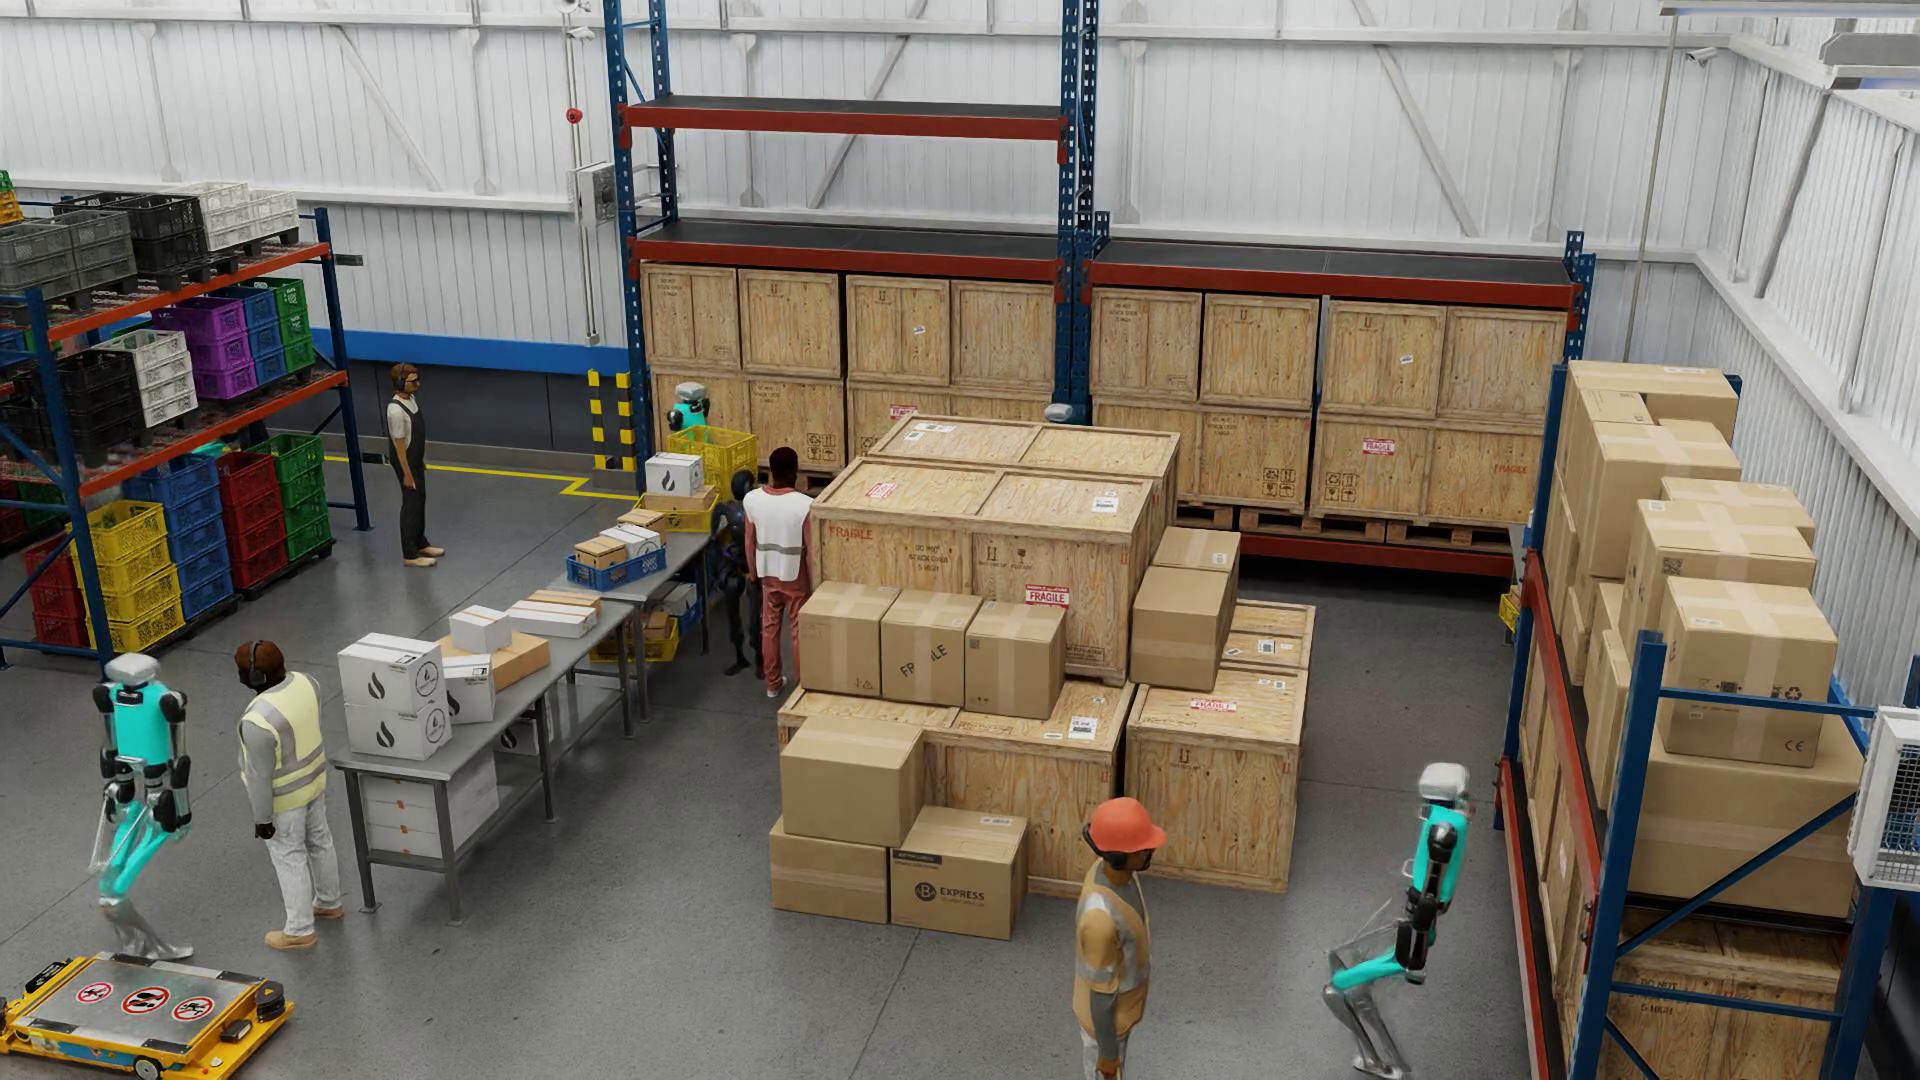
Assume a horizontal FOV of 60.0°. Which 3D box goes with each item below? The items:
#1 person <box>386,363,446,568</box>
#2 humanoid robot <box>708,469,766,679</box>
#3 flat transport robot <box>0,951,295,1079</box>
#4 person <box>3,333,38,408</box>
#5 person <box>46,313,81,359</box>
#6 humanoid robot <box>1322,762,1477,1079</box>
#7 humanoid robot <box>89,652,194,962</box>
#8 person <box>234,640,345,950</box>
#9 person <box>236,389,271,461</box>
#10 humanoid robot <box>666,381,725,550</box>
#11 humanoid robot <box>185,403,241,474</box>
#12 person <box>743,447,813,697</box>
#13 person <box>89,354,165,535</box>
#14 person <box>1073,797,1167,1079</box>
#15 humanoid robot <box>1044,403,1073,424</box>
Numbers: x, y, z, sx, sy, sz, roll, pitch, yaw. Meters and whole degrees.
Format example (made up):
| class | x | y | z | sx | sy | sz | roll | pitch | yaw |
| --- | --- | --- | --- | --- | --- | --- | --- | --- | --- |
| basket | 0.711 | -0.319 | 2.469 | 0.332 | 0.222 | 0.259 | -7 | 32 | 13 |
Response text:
| class | x | y | z | sx | sy | sz | roll | pitch | yaw |
| --- | --- | --- | --- | --- | --- | --- | --- | --- | --- |
| person | -4.805 | -0.657 | 14.576 | 0.344 | 1.839 | 0.499 | -2 | 21 | -4 |
| humanoid robot | -1.608 | 0.252 | 12.411 | 0.594 | 1.646 | 0.317 | 5 | 21 | 12 |
| flat transport robot | -4.270 | 2.464 | 8.601 | 1.431 | 0.231 | 0.659 | 5 | 22 | 13 |
| person | -9.703 | -1.696 | 17.307 | 0.577 | 1.835 | 0.342 | 7 | 22 | 16 |
| person | -9.189 | -1.641 | 17.333 | 0.978 | 1.696 | 0.561 | 2 | 21 | 6 |
| humanoid robot | 2.056 | 1.844 | 8.058 | 0.732 | 1.728 | 0.540 | 8 | 22 | 21 |
| humanoid robot | -4.485 | 1.510 | 8.945 | 0.533 | 1.714 | 0.762 | 5 | 21 | 13 |
| person | -3.732 | 1.397 | 9.206 | 0.429 | 1.837 | 0.622 | 3 | 21 | 9 |
| person | -7.278 | -1.530 | 16.814 | 0.309 | 1.864 | 0.531 | 11 | 23 | 26 |
| humanoid robot | -1.999 | -0.459 | 14.226 | 0.978 | 1.768 | 0.539 | 9 | 23 | 22 |
| humanoid robot | -7.115 | -1.006 | 15.672 | 0.556 | 1.753 | 1.041 | 18 | 27 | 38 |
| person | -1.275 | 0.258 | 12.071 | 0.589 | 1.912 | 0.399 | 9 | 23 | 21 |
| person | -7.269 | -0.699 | 14.482 | 0.610 | 1.968 | 1.126 | 16 | 26 | 36 |
| person | 0.678 | 2.032 | 7.241 | 0.364 | 2.048 | 0.607 | 4 | 21 | 10 |
| humanoid robot | 1.078 | -0.247 | 13.699 | 1.009 | 1.767 | 0.530 | 4 | 21 | 11 |
